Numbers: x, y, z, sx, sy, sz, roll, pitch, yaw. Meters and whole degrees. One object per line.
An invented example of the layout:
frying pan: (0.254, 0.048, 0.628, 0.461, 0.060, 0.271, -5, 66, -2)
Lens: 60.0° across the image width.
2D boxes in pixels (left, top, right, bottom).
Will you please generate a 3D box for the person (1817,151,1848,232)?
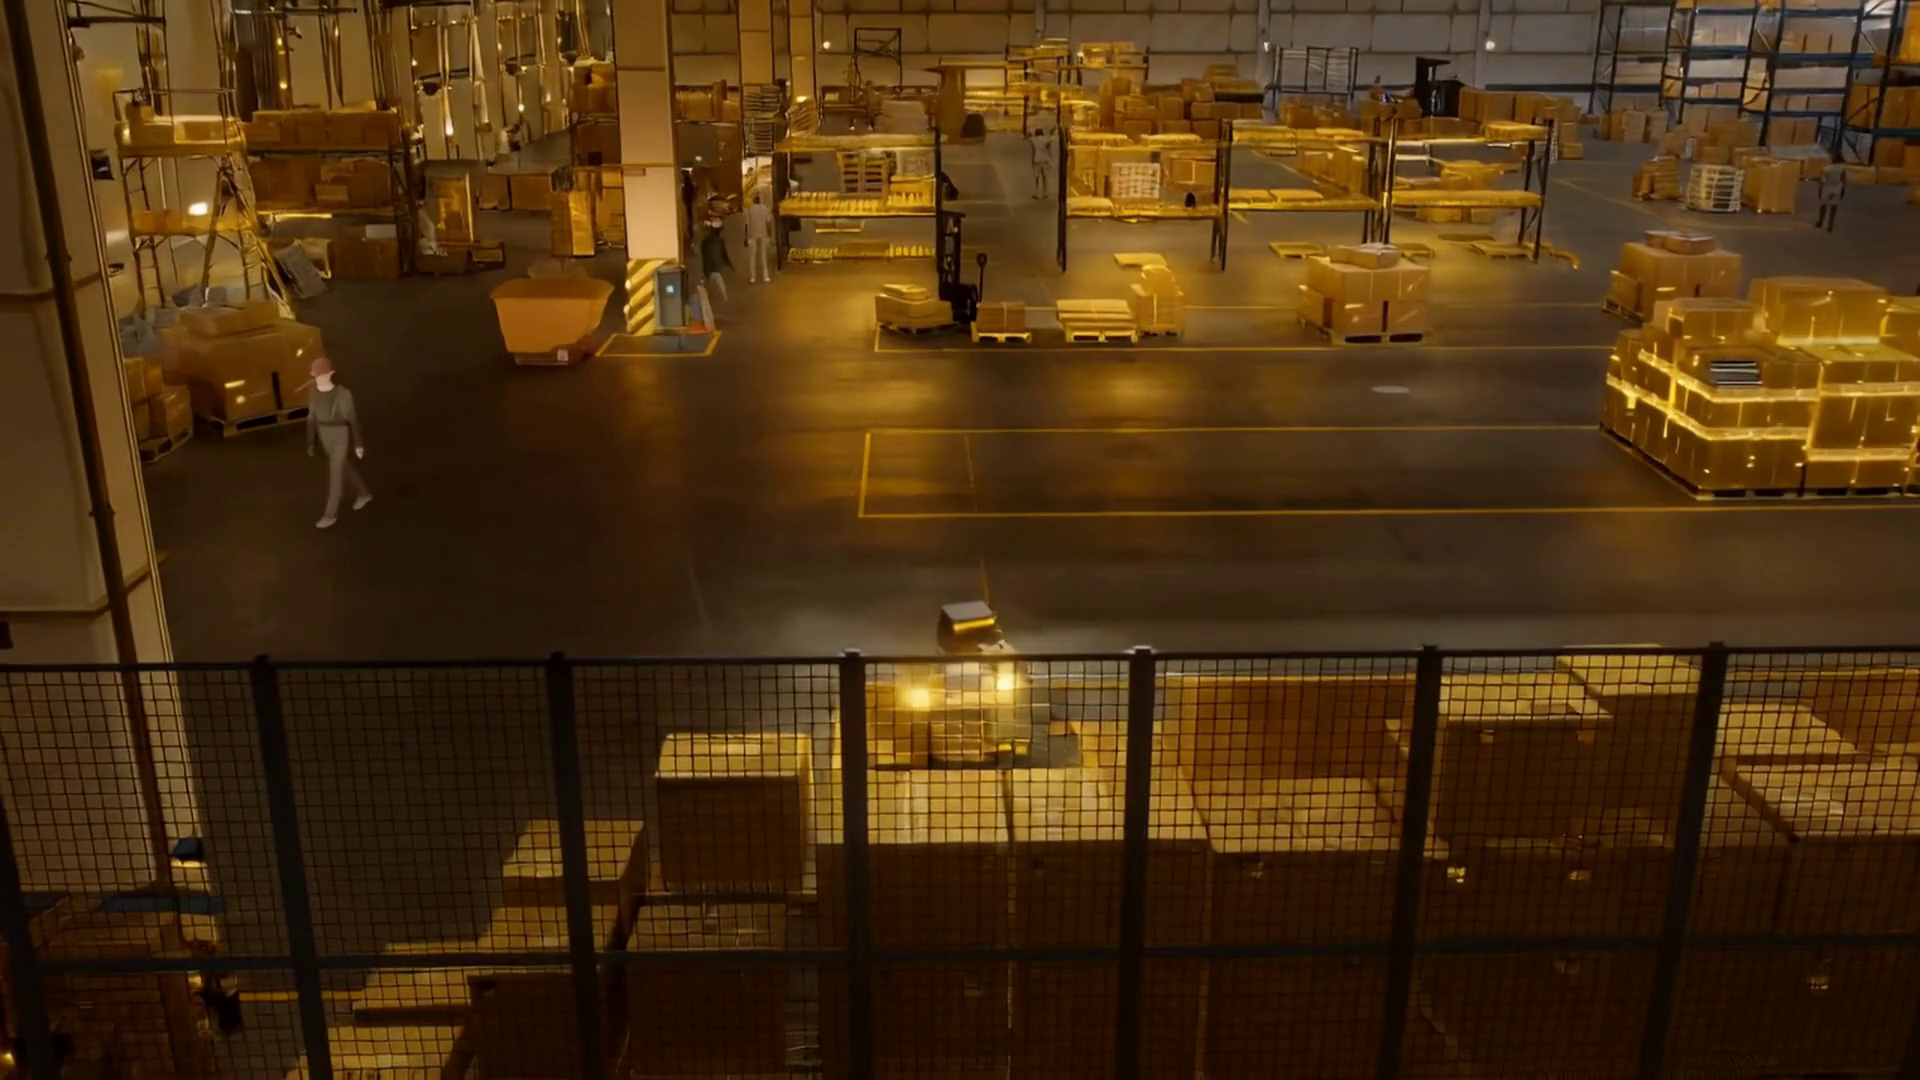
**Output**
person: (21.320, -8.532, 40.683, 0.613, 1.907, 1.043, 6, 20, 18)

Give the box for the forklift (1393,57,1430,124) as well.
forklift: (19.009, -18.498, 68.747, 1.873, 2.768, 1.129, -1, 19, -1)

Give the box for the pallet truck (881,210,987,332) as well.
pallet truck: (-0.493, -4.759, 29.349, 1.885, 1.965, 0.823, -13, 23, -34)

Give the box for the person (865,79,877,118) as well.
person: (-3.763, -18.433, 70.080, 1.011, 1.882, 0.566, -8, 20, -23)

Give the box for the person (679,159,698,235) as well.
person: (-6.634, -8.283, 40.133, 0.511, 1.782, 0.976, -15, 24, -38)

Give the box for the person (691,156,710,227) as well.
person: (-6.444, -8.648, 41.289, 0.488, 1.738, 0.322, 0, 19, 0)

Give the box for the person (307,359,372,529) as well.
person: (-7.072, -1.153, 18.853, 0.606, 1.884, 1.010, 8, 20, 22)

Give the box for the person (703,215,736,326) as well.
person: (-4.254, -4.758, 29.372, 0.648, 1.966, 0.647, 3, 19, 9)

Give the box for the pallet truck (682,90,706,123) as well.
pallet truck: (-9.671, -15.907, 62.421, 0.823, 1.965, 1.885, 5, 19, 15)

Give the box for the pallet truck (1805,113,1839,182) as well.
pallet truck: (26.403, -11.957, 50.702, 0.823, 1.965, 1.885, 6, 19, 16)

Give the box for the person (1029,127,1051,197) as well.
person: (2.249, -10.641, 46.890, 0.629, 1.939, 0.372, 0, 19, 0)

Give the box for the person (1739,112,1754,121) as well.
person: (28.357, -15.011, 59.928, 0.415, 1.893, 0.657, -8, 20, -22)

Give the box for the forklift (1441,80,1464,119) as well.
forklift: (15.644, -13.239, 53.146, 1.873, 2.768, 1.129, -1, 19, -1)

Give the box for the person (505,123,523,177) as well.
person: (-13.895, -12.150, 51.830, 0.537, 1.626, 0.371, -2, 19, -7)

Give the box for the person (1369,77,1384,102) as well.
person: (17.776, -18.820, 71.160, 0.629, 1.935, 0.372, 0, 19, 0)

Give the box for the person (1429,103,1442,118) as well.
person: (15.804, -13.453, 55.155, 0.612, 1.987, 0.399, 0, 19, 0)

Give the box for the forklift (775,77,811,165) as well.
forklift: (-5.920, -13.893, 55.085, 1.873, 2.768, 1.129, -1, 19, -1)

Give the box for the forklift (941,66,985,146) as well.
forklift: (-0.117, -16.078, 61.569, 1.873, 2.768, 1.129, -10, 21, -27)

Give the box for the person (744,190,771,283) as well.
person: (-4.104, -6.135, 33.641, 0.513, 1.863, 0.329, 0, 19, 0)
